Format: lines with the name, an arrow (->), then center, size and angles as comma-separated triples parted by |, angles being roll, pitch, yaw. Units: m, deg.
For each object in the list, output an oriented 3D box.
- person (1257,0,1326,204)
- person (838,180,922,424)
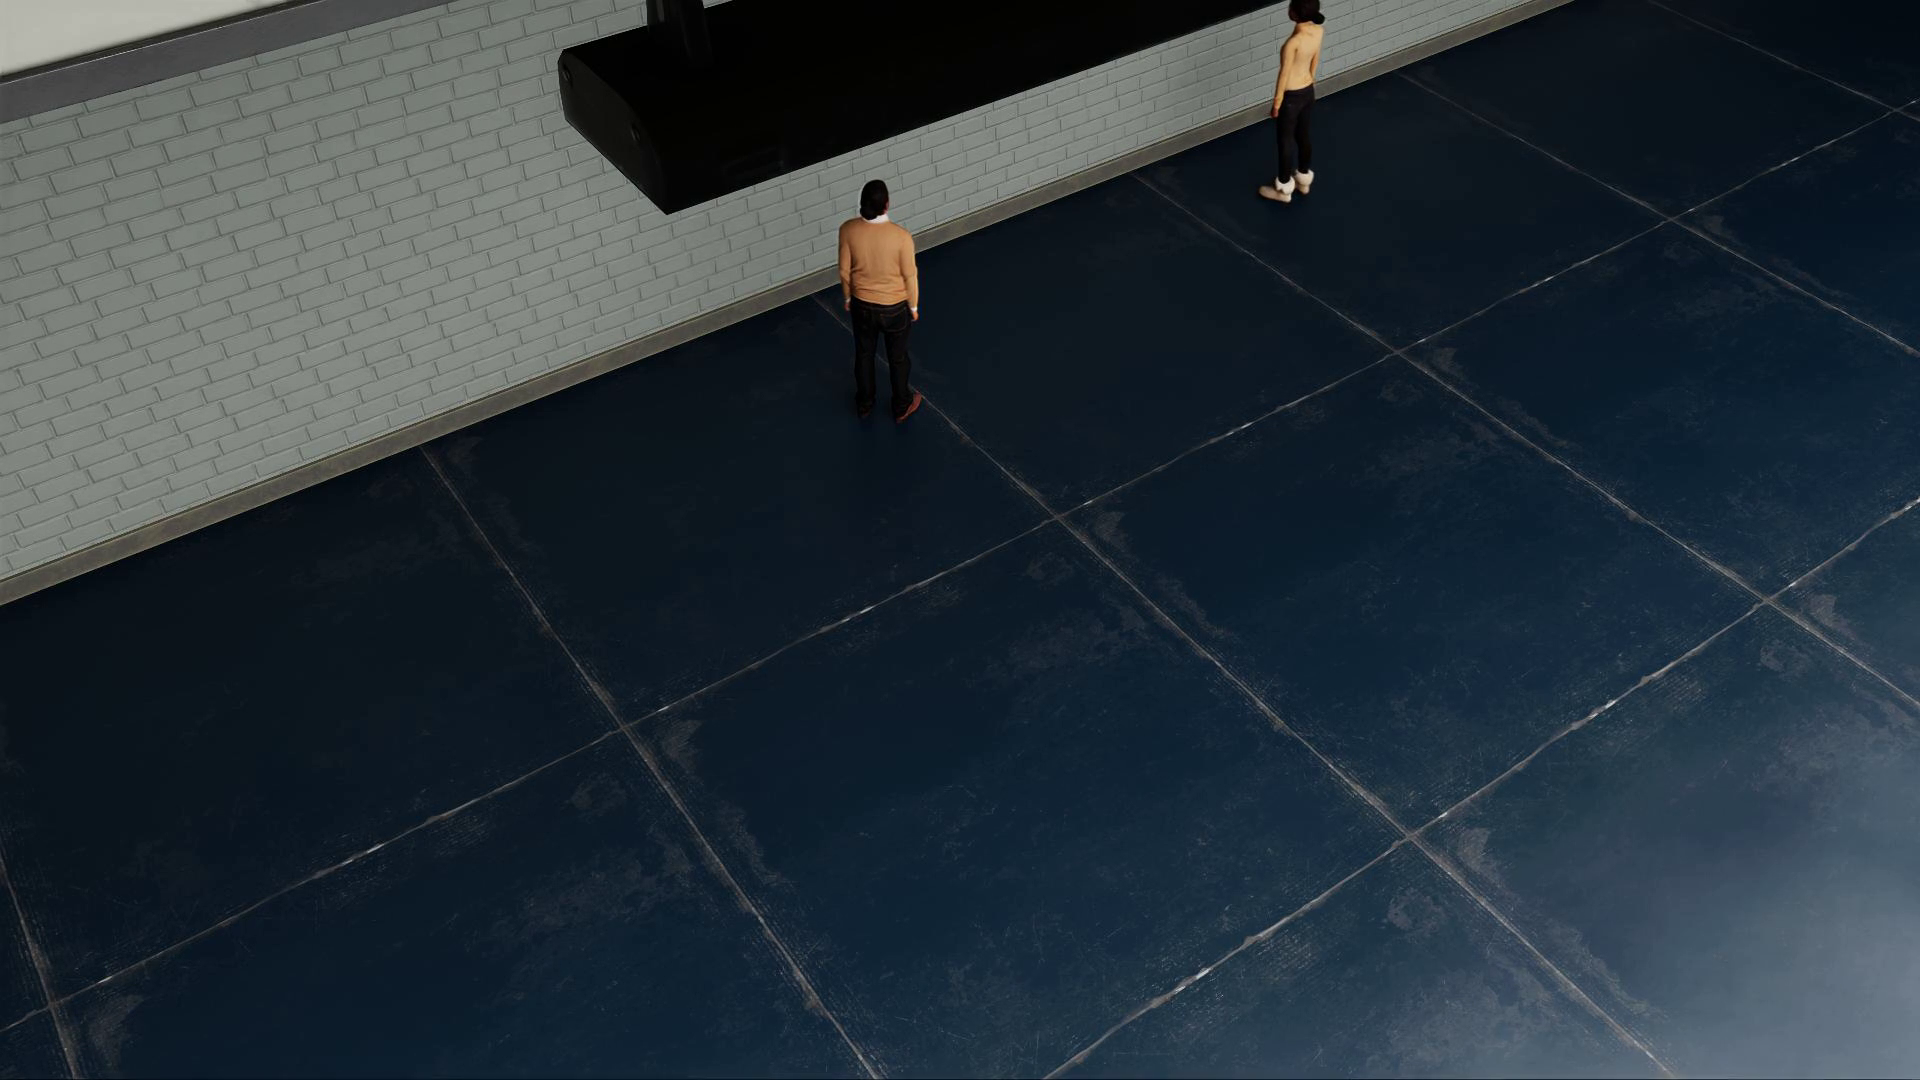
person -> 2.567, -3.370, 12.638 | 0.619, 1.653, 0.590 | -31, 51, -29
person -> -0.509, -1.506, 10.568 | 0.738, 1.754, 0.812 | 9, 44, 10
